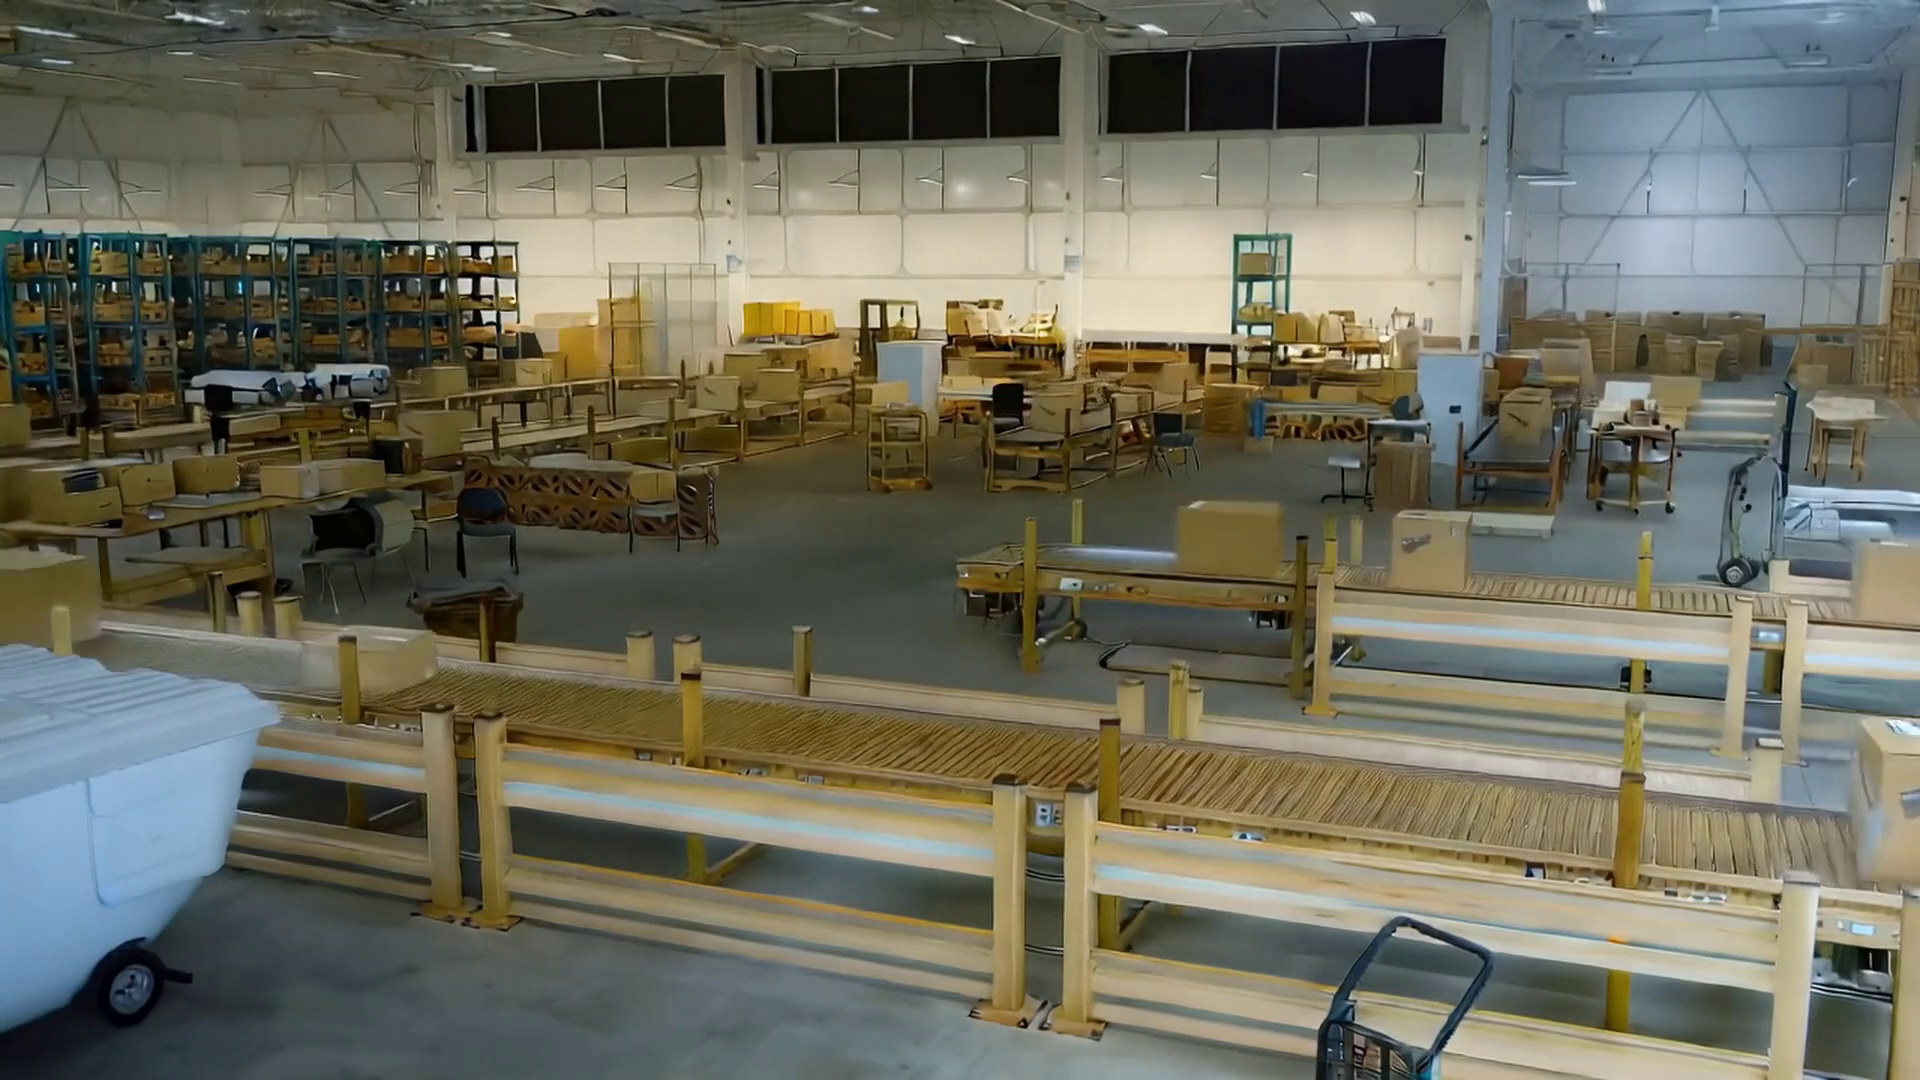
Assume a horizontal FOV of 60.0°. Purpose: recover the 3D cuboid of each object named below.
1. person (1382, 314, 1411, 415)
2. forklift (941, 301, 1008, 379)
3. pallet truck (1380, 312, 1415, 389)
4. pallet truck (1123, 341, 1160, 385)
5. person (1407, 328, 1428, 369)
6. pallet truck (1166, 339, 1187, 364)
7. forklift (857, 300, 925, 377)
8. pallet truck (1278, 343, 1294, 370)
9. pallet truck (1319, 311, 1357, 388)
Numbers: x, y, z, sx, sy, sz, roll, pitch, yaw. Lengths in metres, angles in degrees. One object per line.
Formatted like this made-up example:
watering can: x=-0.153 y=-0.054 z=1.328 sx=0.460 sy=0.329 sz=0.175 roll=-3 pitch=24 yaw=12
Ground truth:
person: x=8.884 y=-3.553 z=33.804 sx=0.605 sy=2.045 sz=0.378 roll=7 pitch=12 yaw=36
forklift: x=0.365 y=-4.966 z=41.571 sx=1.157 sy=1.987 sz=2.680 roll=3 pitch=10 yaw=20
pallet truck: x=10.207 y=-4.283 z=38.369 sx=0.823 sy=1.965 sz=1.885 roll=3 pitch=10 yaw=20
pallet truck: x=4.445 y=-4.380 z=41.279 sx=0.680 sy=1.201 sz=1.601 roll=4 pitch=10 yaw=22
person: x=8.376 y=-2.911 z=30.356 sx=0.419 sy=1.897 sz=0.639 roll=7 pitch=12 yaw=35
pallet truck: x=5.418 y=-4.269 z=40.420 sx=0.704 sy=1.261 sz=1.522 roll=3 pitch=10 yaw=20
forklift: x=-1.732 y=-5.109 z=42.468 sx=1.157 sy=1.987 sz=2.680 roll=4 pitch=10 yaw=22
pallet truck: x=7.886 y=-4.163 z=39.743 sx=0.653 sy=1.274 sz=1.630 roll=4 pitch=10 yaw=22
pallet truck: x=9.071 y=-4.419 z=39.190 sx=0.823 sy=1.965 sz=1.885 roll=5 pitch=10 yaw=26
